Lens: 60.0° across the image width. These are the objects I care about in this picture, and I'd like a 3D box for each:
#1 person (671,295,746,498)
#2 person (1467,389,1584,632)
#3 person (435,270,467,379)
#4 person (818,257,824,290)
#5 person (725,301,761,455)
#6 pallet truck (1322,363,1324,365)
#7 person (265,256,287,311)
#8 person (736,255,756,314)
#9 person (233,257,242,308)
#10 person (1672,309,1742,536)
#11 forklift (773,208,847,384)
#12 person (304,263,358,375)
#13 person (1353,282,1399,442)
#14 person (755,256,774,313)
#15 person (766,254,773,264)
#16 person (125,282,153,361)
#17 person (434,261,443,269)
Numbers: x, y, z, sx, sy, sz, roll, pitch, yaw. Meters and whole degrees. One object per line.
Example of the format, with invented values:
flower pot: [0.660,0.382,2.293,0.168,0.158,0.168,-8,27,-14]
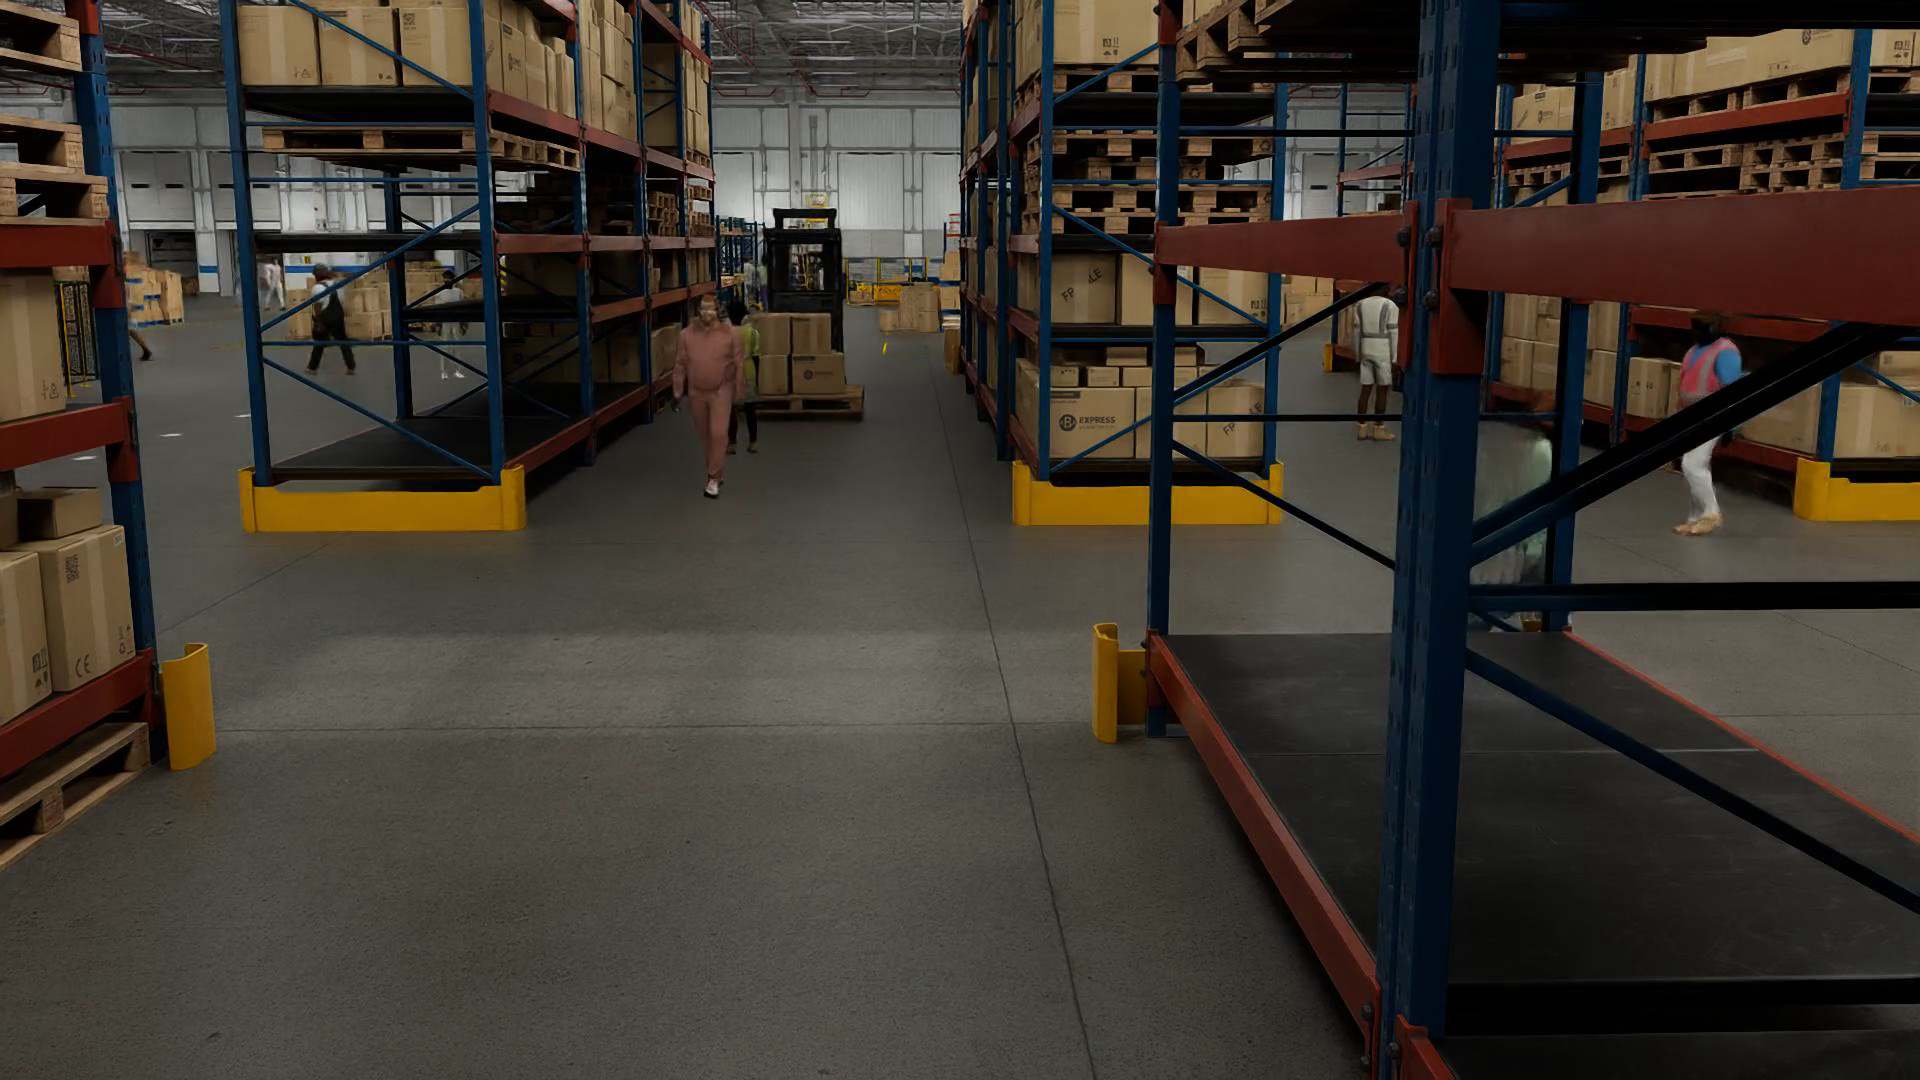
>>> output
person: [-2.334,-1.346,15.498,0.644,1.857,1.011,2,10,11]
person: [3.011,-0.010,8.759,0.769,1.602,0.503,4,11,23]
person: [-8.719,-3.687,28.496,0.515,1.864,0.333,-7,12,-34]
person: [-3.711,-6.914,46.206,0.385,1.961,0.641,-5,12,-28]
person: [-2.456,-1.792,18.401,0.542,1.695,0.316,-6,12,-31]
pallet truck: [7.712,-4.157,30.737,1.885,1.965,0.823,3,11,16]
person: [-23.321,-8.713,56.471,1.060,1.885,0.650,6,12,30]
person: [-6.904,-8.264,53.898,0.636,1.916,0.878,-5,11,-27]
person: [-25.231,-9.025,58.348,0.730,1.817,0.639,1,10,4]
person: [5.883,-0.925,13.195,0.452,1.829,0.656,-1,10,-3]
forklift: [-2.271,-3.506,24.653,1.129,2.768,1.873,0,10,-2]
person: [-11.076,-3.899,29.180,1.067,2.000,0.686,6,12,29]
person: [4.928,-2.177,19.579,0.391,2.040,0.615,-8,13,-38]
person: [-6.277,-8.207,53.657,0.625,1.883,0.860,-3,11,-18]
person: [-7.724,-10.732,67.536,0.354,1.939,0.545,-1,10,-4]
person: [-16.361,-4.437,32.587,0.930,1.904,0.546,2,10,13]
person: [-16.451,-7.948,52.597,0.397,1.727,0.514,7,12,34]
